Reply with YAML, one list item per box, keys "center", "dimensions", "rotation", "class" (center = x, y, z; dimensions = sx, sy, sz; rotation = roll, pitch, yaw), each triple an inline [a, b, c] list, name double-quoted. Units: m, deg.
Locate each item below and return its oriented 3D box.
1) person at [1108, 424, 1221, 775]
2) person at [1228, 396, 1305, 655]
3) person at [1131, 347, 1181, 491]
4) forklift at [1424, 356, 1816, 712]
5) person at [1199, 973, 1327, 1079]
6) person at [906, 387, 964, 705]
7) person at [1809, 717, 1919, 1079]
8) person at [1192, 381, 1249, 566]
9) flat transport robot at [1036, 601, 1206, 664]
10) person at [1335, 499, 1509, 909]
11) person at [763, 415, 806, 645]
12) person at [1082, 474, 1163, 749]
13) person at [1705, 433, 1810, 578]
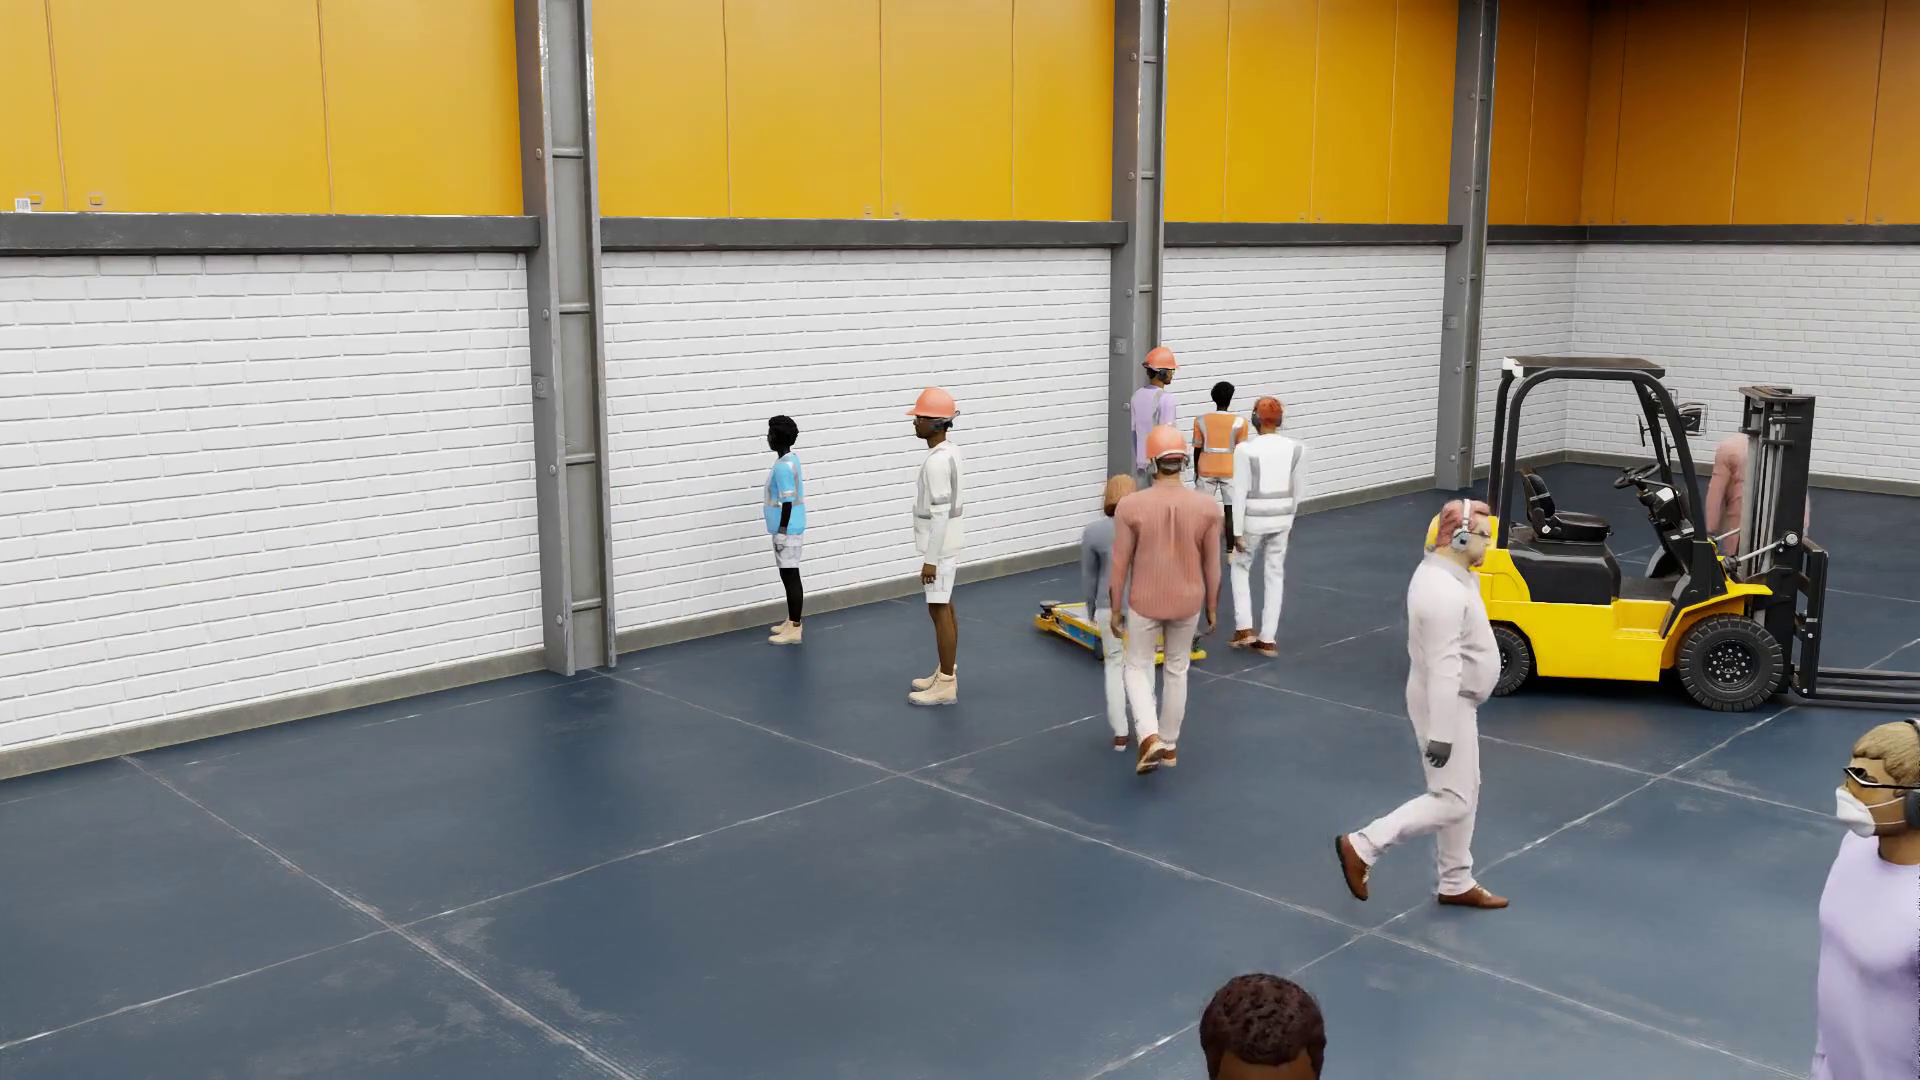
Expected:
- center: [1.139, 0.343, 9.236]
  dimensions: [0.637, 1.977, 0.722]
  rotation: [-1, 10, -5]
  class: "person"
- center: [2.183, -0.109, 12.004]
  dimensions: [0.568, 1.867, 0.505]
  rotation: [-2, 11, -13]
  class: "person"
- center: [1.737, -0.670, 14.591]
  dimensions: [0.375, 2.044, 0.607]
  rotation: [-5, 12, -27]
  class: "person"
- center: [4.276, -0.101, 11.076]
  dimensions: [2.313, 2.155, 1.214]
  rotation: [2, 11, 13]
  class: "forklift"
- center: [0.458, 1.577, 2.727]
  dimensions: [0.596, 1.903, 0.567]
  rotation: [0, 10, 2]
  class: "person"
- center: [-0.161, 0.039, 10.711]
  dimensions: [0.364, 2.048, 0.611]
  rotation: [1, 10, 4]
  class: "person"
- center: [2.139, 1.352, 3.852]
  dimensions: [0.379, 1.940, 0.629]
  rotation: [1, 10, 6]
  class: "person"
- center: [2.375, -0.603, 15.201]
  dimensions: [0.532, 1.691, 0.321]
  rotation: [4, 11, 19]
  class: "person"
- center: [1.154, 0.655, 12.199]
  dimensions: [0.652, 0.197, 1.431]
  rotation: [-4, 11, -22]
  class: "flat transport robot"
- center: [2.093, 0.741, 7.336]
  dimensions: [0.694, 1.879, 0.667]
  rotation: [3, 11, 14]
  class: "person"
- center: [-1.297, -0.079, 12.313]
  dimensions: [0.315, 1.696, 0.541]
  rotation: [0, 10, -1]
  class: "person"
- center: [0.993, 0.400, 9.920]
  dimensions: [0.524, 1.604, 0.687]
  rotation: [2, 11, 11]
  class: "person"
- center: [5.716, -0.097, 11.986]
  dimensions: [0.692, 1.862, 0.671]
  rotation: [0, 10, 0]
  class: "person"
